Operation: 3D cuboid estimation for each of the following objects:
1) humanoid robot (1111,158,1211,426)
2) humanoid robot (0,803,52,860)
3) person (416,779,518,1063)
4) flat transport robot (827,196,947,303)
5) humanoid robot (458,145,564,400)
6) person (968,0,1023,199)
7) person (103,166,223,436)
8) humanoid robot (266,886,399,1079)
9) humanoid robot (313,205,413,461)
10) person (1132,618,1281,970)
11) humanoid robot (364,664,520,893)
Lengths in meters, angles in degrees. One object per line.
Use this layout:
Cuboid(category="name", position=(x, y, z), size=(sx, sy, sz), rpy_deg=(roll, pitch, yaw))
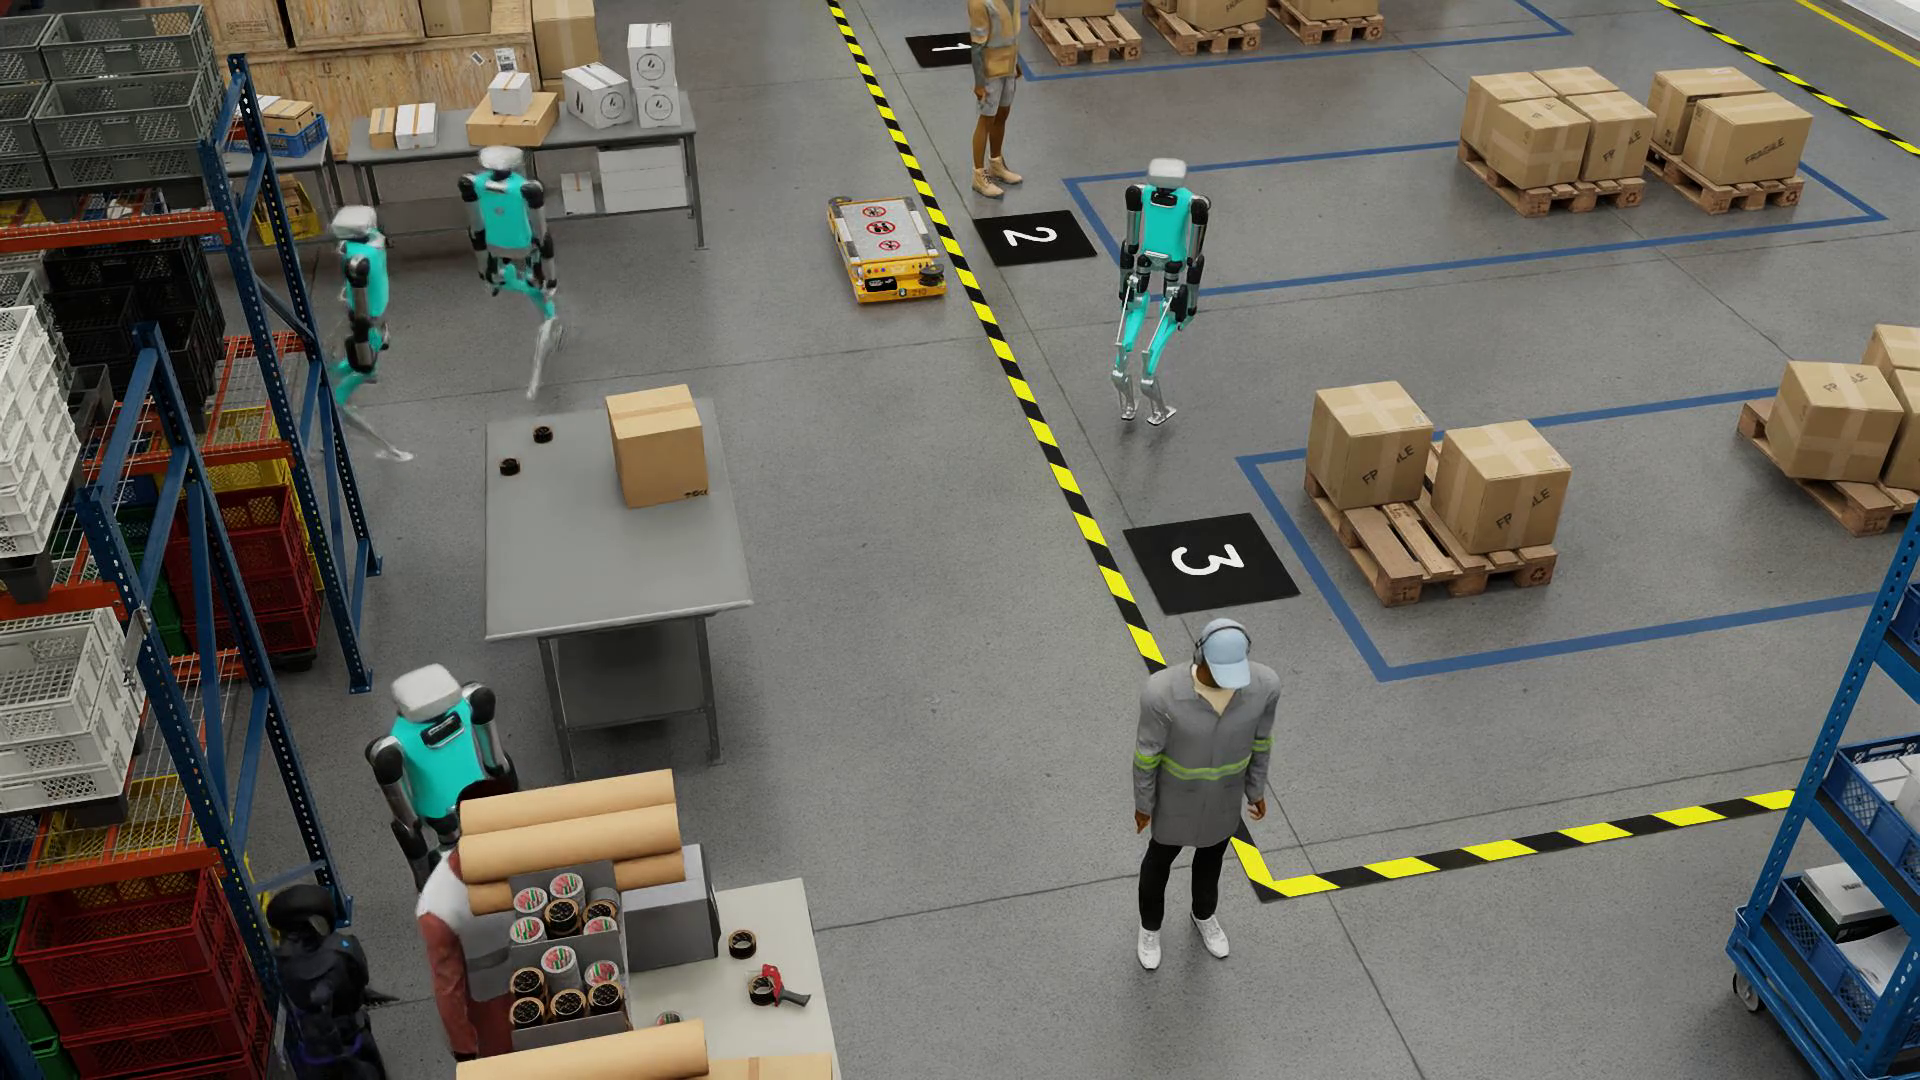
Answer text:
Cuboid(category="humanoid robot", position=(1.136, -1.429, 10.134), size=(0.533, 1.674, 0.735), rpy_deg=(17, 40, 22))
Cuboid(category="humanoid robot", position=(-4.506, 0.832, 7.257), size=(0.546, 1.635, 0.612), rpy_deg=(-6, 37, -7))
Cuboid(category="person", position=(-1.679, 1.577, 6.068), size=(0.415, 1.905, 0.674), rpy_deg=(16, 40, 20))
Cuboid(category="flat transport robot", position=(-0.570, -2.220, 12.538), size=(0.659, 0.231, 1.431), rpy_deg=(-8, 37, -10))
Cuboid(category="humanoid robot", position=(-2.807, -1.854, 10.841), size=(0.530, 1.786, 0.947), rpy_deg=(1, 37, 2))
Cuboid(category="person", position=(0.319, -3.707, 13.053), size=(0.389, 2.039, 0.613), rpy_deg=(22, 42, 26))
Cuboid(category="person", position=(-4.940, -1.479, 10.234), size=(0.331, 1.836, 0.505), rpy_deg=(-29, 46, -33))
Cuboid(category="humanoid robot", position=(-2.165, 1.803, 5.950), size=(0.331, 1.660, 0.600), rpy_deg=(-13, 39, -17))
Cuboid(category="humanoid robot", position=(-3.726, -1.160, 9.920), size=(0.889, 1.797, 0.555), rpy_deg=(2, 37, 2))
Cuboid(category="person", position=(0.992, 1.044, 6.826), size=(0.587, 1.850, 0.393), rpy_deg=(-6, 37, -8))
Cuboid(category="humanoid robot", position=(-1.806, 1.271, 6.504), size=(0.735, 1.678, 0.533), rpy_deg=(27, 44, 31))
